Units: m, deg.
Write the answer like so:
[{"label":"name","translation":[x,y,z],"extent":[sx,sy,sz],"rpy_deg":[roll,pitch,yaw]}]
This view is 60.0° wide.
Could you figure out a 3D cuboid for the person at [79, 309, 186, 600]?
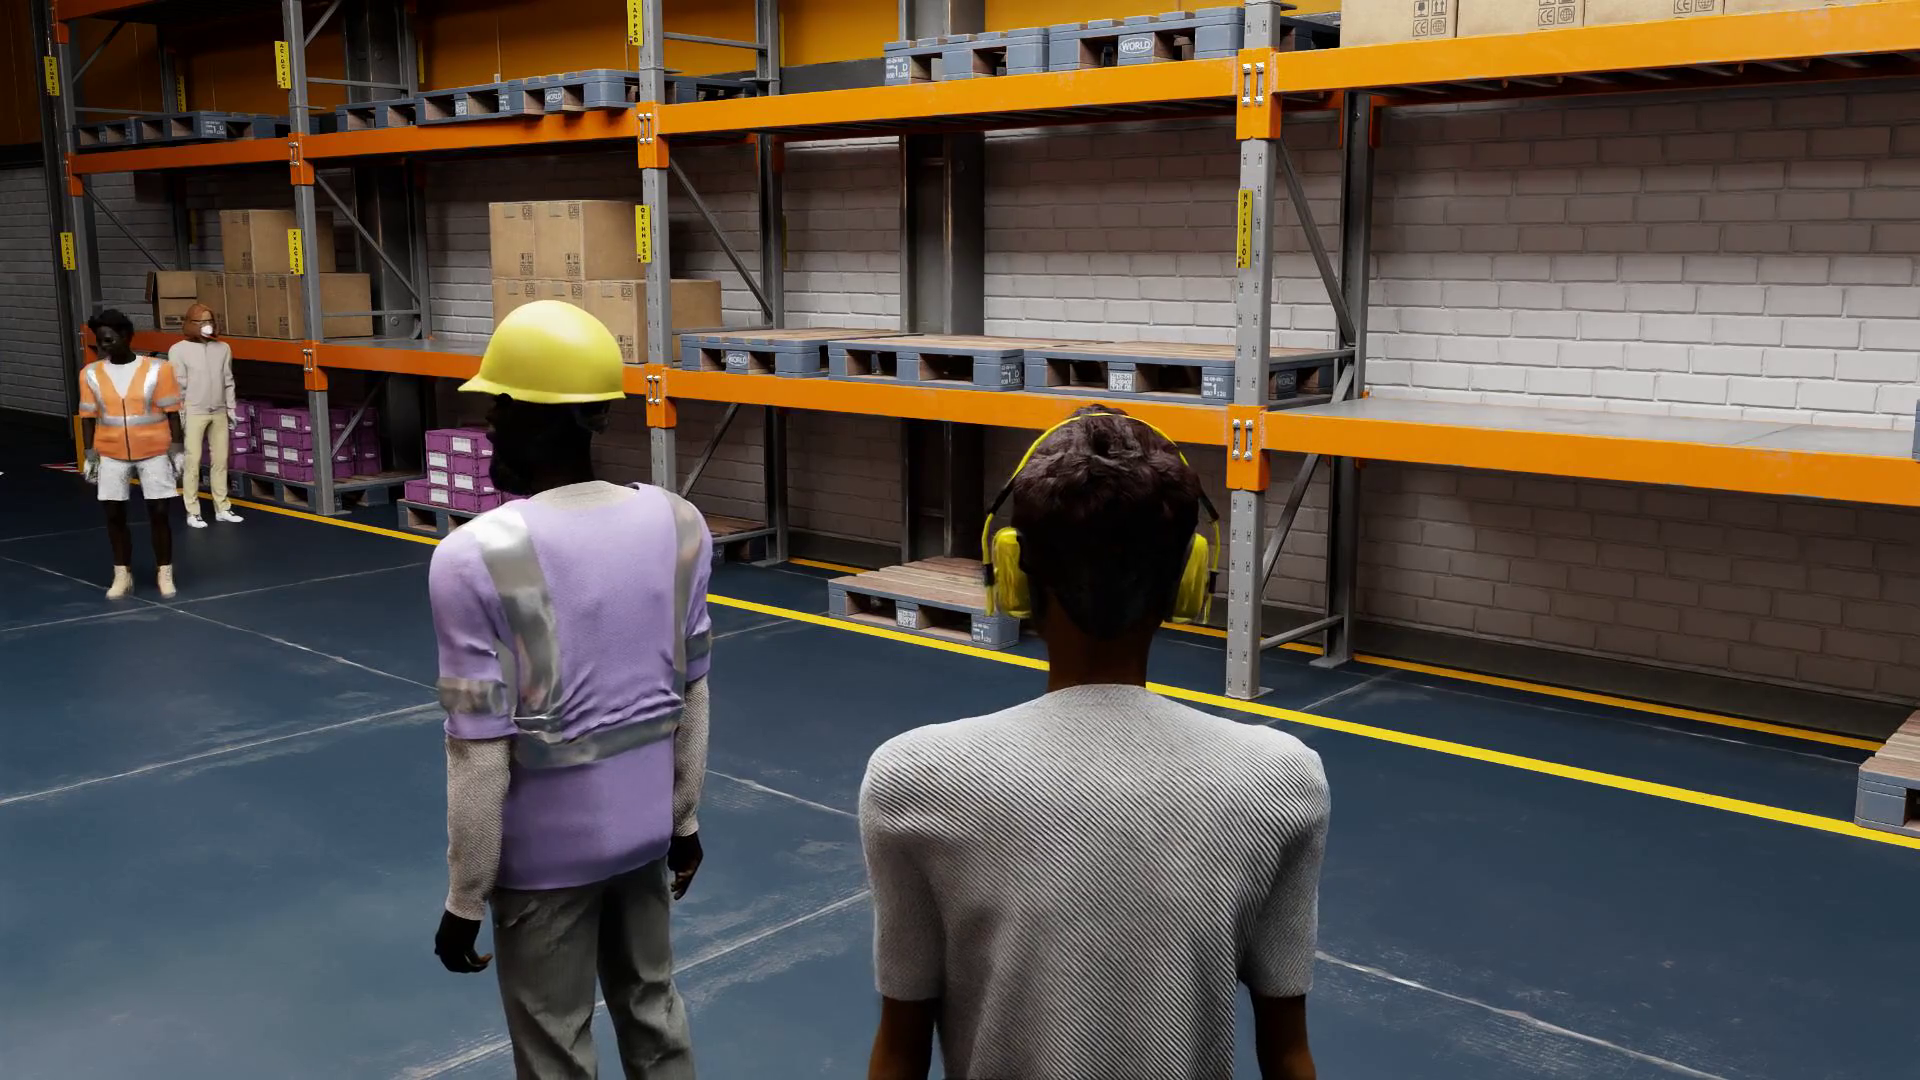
[{"label":"person","translation":[-4.767,-0.486,9.604],"extent":[0.563,1.671,0.335],"rpy_deg":[-2,10,-13]}]

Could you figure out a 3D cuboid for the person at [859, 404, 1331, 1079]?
[{"label":"person","translation":[0.138,0.788,1.817],"extent":[0.502,1.860,0.312],"rpy_deg":[-1,10,-7]}]

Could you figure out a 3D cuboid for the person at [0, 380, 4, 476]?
[{"label":"person","translation":[-8.709,-1.472,14.546],"extent":[0.402,1.906,0.652],"rpy_deg":[5,11,24]}]

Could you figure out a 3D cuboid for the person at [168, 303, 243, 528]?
[{"label":"person","translation":[-5.502,-0.904,12.113],"extent":[0.286,1.626,0.493],"rpy_deg":[6,12,31]}]

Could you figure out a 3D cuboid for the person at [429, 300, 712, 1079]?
[{"label":"person","translation":[-0.703,0.534,3.051],"extent":[0.357,1.929,0.594],"rpy_deg":[8,12,37]}]
